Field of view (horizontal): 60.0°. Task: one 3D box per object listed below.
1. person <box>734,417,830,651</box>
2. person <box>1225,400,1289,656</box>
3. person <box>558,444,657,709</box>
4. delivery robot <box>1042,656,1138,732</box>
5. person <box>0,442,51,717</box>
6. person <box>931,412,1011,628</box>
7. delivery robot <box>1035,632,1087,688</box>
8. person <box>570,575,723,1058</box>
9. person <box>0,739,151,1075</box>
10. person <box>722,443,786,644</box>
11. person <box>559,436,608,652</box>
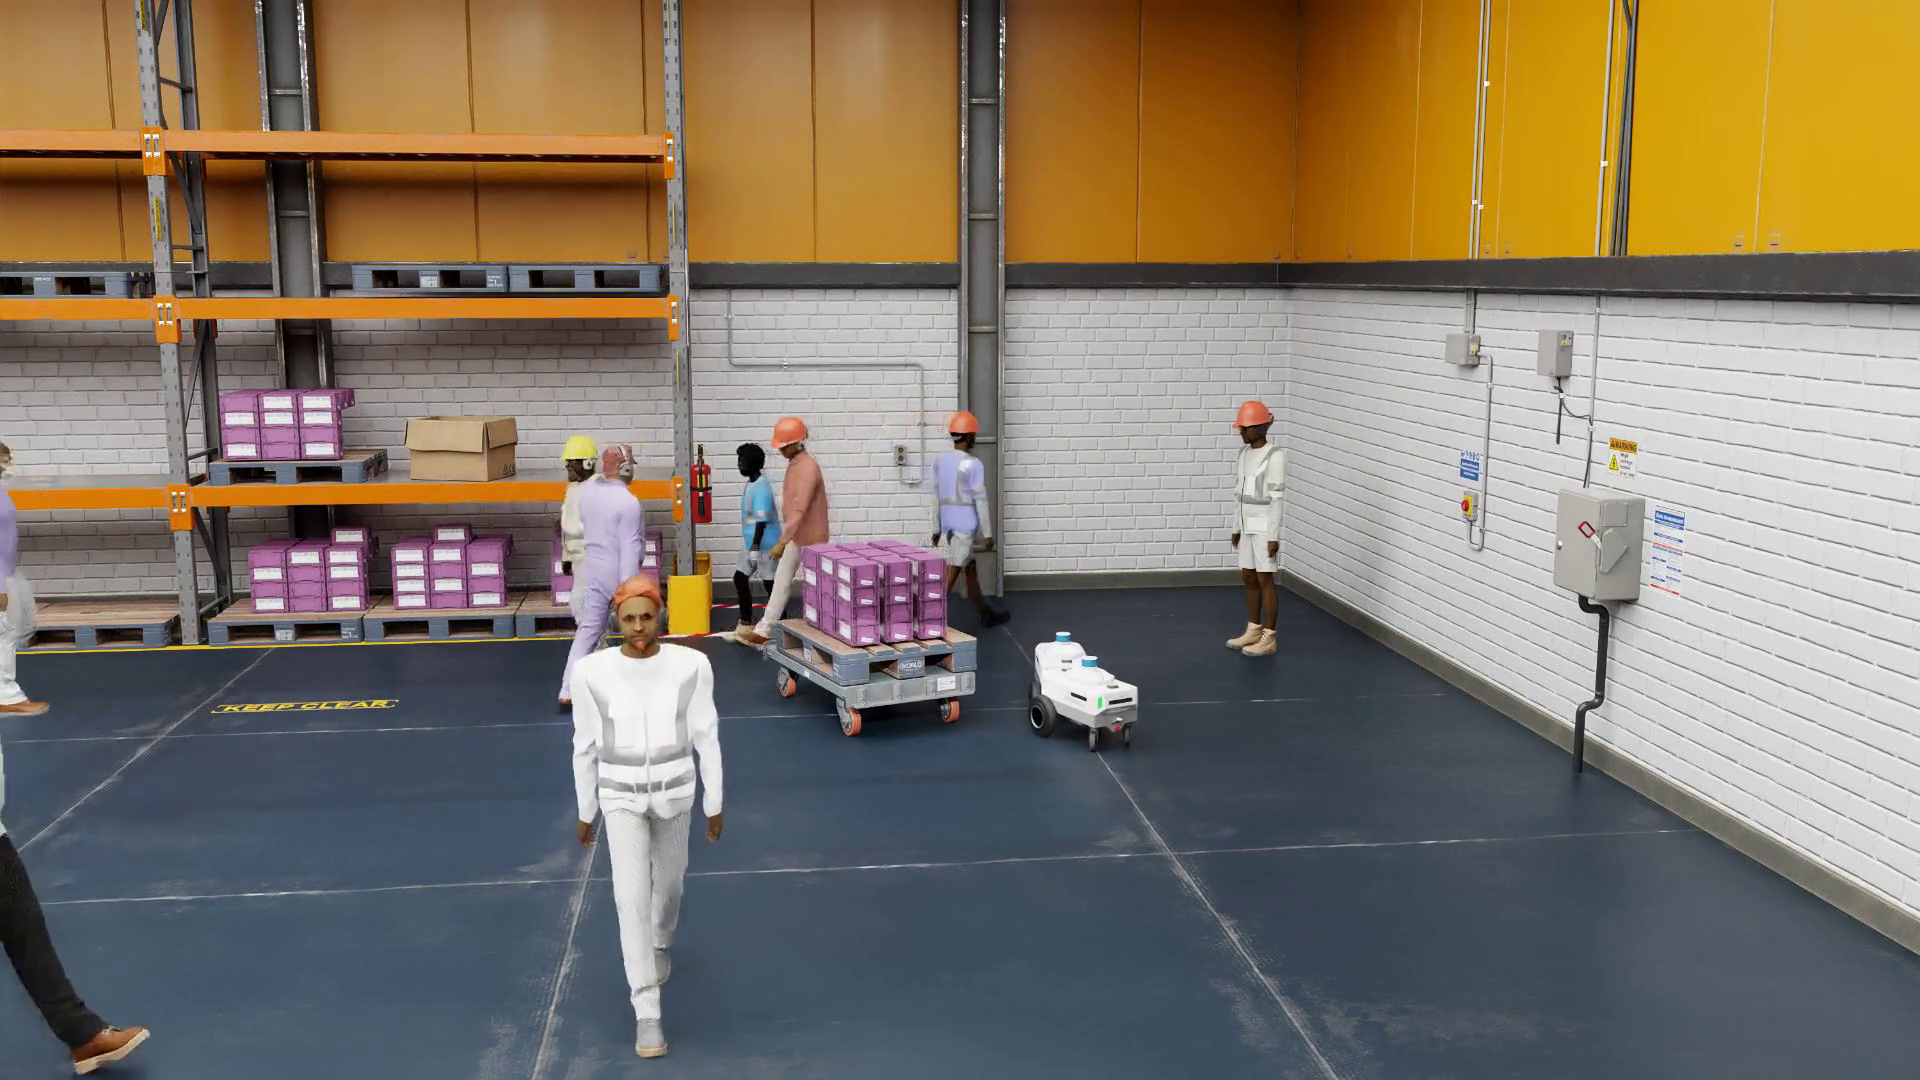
[{"bbox_3d":[-1.304,-0.014,13.090,0.972,1.915,0.646,-4,10,-22],"label":"person"},{"bbox_3d":[2.345,-0.095,13.260,0.411,2.032,0.611,-4,10,-22],"label":"person"},{"bbox_3d":[-2.408,0.260,11.605,0.645,1.859,1.015,8,12,41],"label":"person"},{"bbox_3d":[0.835,0.994,10.746,0.477,0.478,0.707,-5,11,-30],"label":"delivery robot"},{"bbox_3d":[-6.533,0.268,11.295,0.454,1.928,0.656,-4,10,-21],"label":"person"},{"bbox_3d":[0.040,-0.130,13.923,0.981,1.884,0.564,-7,11,-37],"label":"person"},{"bbox_3d":[0.711,0.878,11.469,0.477,0.478,0.707,0,9,-2],"label":"delivery robot"},{"bbox_3d":[-1.268,1.038,6.761,0.584,1.849,0.935,-2,9,-15],"label":"person"},{"bbox_3d":[-3.620,1.096,6.094,1.043,1.932,0.643,0,9,2],"label":"person"},{"bbox_3d":[-1.689,0.048,13.436,0.666,1.664,0.547,-3,10,-19],"label":"person"},{"bbox_3d":[-2.848,0.117,12.584,0.482,1.815,0.624,-7,11,-37],"label":"person"}]
